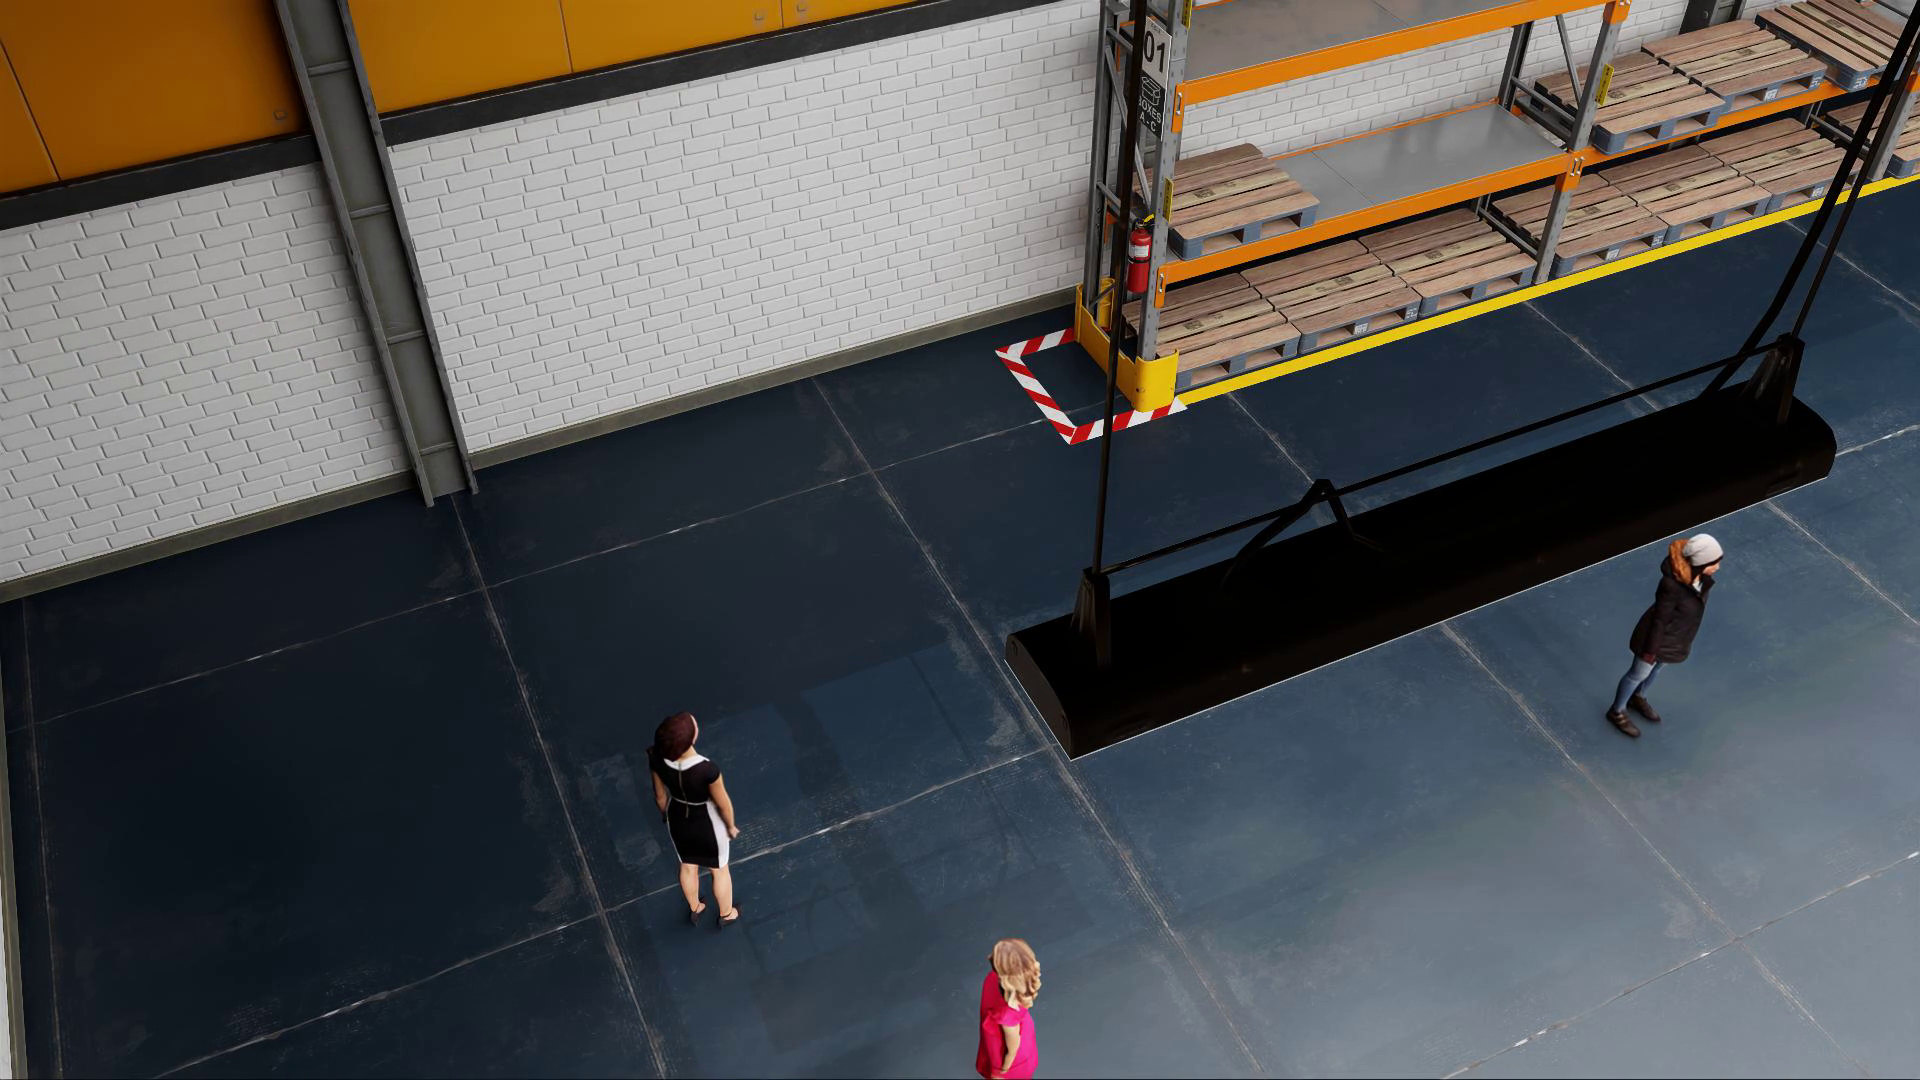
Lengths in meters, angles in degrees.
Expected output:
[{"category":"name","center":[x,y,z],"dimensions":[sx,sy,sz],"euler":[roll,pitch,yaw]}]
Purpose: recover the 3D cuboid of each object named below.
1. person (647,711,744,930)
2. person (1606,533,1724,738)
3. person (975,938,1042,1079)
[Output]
[{"category":"person","center":[-1.464,1.587,9.272],"dimensions":[0.622,1.796,0.704],"euler":[10,45,11]},{"category":"person","center":[4.425,0.571,10.455],"dimensions":[0.609,1.636,0.738],"euler":[-28,50,-26]},{"category":"person","center":[0.255,2.514,8.349],"dimensions":[0.689,1.728,0.663],"euler":[5,44,5]}]
